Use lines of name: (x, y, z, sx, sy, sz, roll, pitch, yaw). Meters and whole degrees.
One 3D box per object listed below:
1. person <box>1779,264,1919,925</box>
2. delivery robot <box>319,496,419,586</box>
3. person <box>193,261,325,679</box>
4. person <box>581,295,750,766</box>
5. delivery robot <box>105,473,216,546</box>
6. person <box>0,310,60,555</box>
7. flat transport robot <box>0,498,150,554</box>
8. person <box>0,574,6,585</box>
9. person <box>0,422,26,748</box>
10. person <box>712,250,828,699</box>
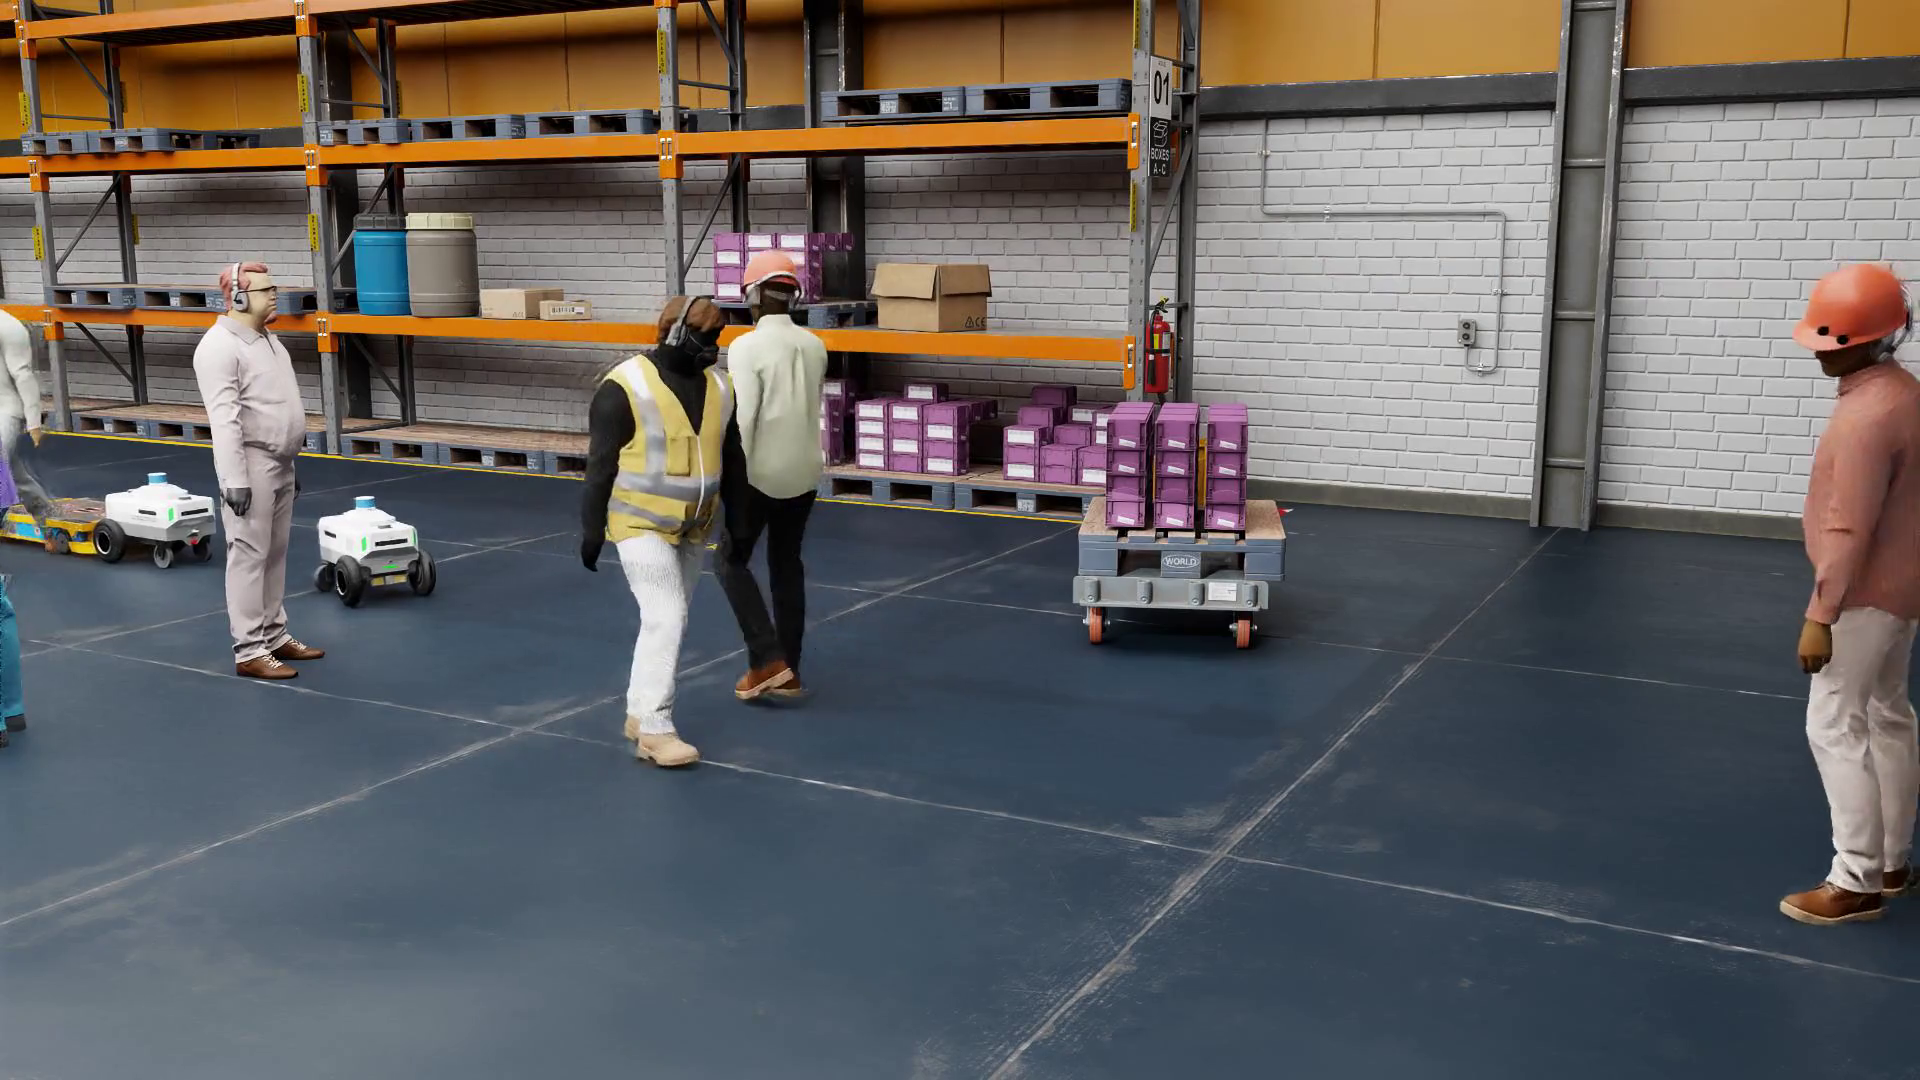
person: (2.717, 0.160, 4.987, 0.404, 1.952, 0.785, 9, 14, 40)
delivery robot: (-3.354, -0.005, 9.418, 0.477, 0.478, 0.707, -9, 13, -39)
person: (-3.230, -0.324, 7.704, 0.407, 1.913, 0.641, 0, 10, -1)
person: (-1.127, -0.038, 6.435, 0.689, 1.800, 0.644, 8, 13, 37)
delivery robot: (-4.974, -0.175, 10.349, 0.707, 0.478, 0.477, 6, 12, 31)
person: (-5.911, -0.760, 10.223, 0.640, 1.884, 1.069, 2, 11, 13)
flat transport robot: (-5.838, -0.111, 11.033, 1.431, 0.197, 0.652, 6, 12, 31)
person: (-5.277, -0.436, 8.339, 0.785, 1.912, 0.634, -1, 10, -3)
person: (-3.936, -0.080, 6.546, 0.390, 1.846, 0.564, -2, 10, -9)
person: (-0.825, -0.267, 7.273, 0.428, 1.964, 0.627, 8, 13, 36)
